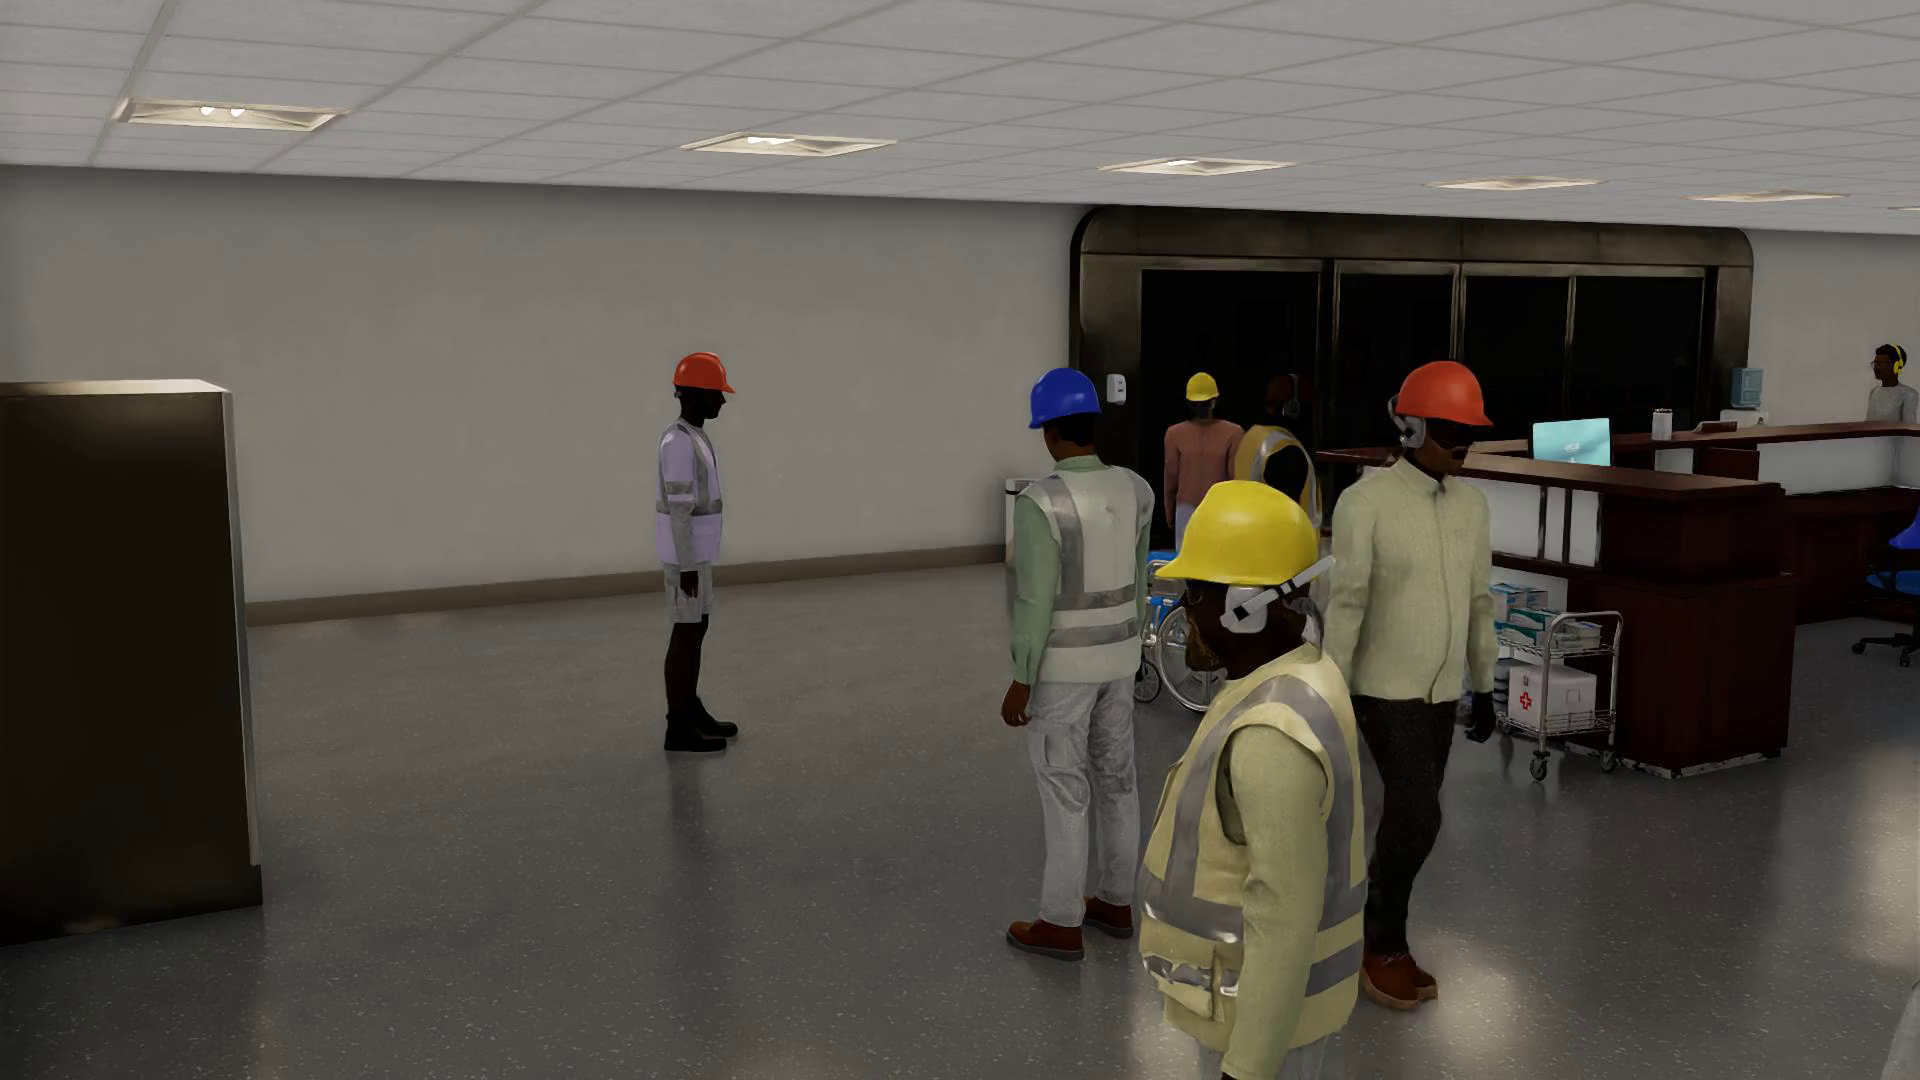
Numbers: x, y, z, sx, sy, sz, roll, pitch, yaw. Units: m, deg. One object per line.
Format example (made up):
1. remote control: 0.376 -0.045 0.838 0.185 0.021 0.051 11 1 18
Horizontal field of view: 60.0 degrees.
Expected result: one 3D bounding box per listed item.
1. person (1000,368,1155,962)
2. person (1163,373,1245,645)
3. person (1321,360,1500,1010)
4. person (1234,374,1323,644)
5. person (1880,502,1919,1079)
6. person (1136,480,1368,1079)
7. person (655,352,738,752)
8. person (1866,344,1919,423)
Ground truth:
1. person: 0.380 0.408 5.494 0.602 1.939 0.401 -7 11 -43
2. person: 1.543 -0.182 10.517 0.526 1.733 0.781 1 8 8
3. person: 1.395 0.447 5.063 0.639 1.975 0.509 -5 9 -33
4. person: 1.562 0.104 8.110 0.471 1.825 0.632 -1 8 -8
5. person: 2.057 0.769 3.107 0.999 1.895 0.602 2 8 17
6. person: 0.522 0.805 3.005 0.403 1.830 0.600 2 8 13
7. person: -1.273 0.057 8.076 0.390 1.929 0.545 0 8 1
8. person: 7.102 -0.568 12.806 0.328 1.873 0.517 -2 8 -11
